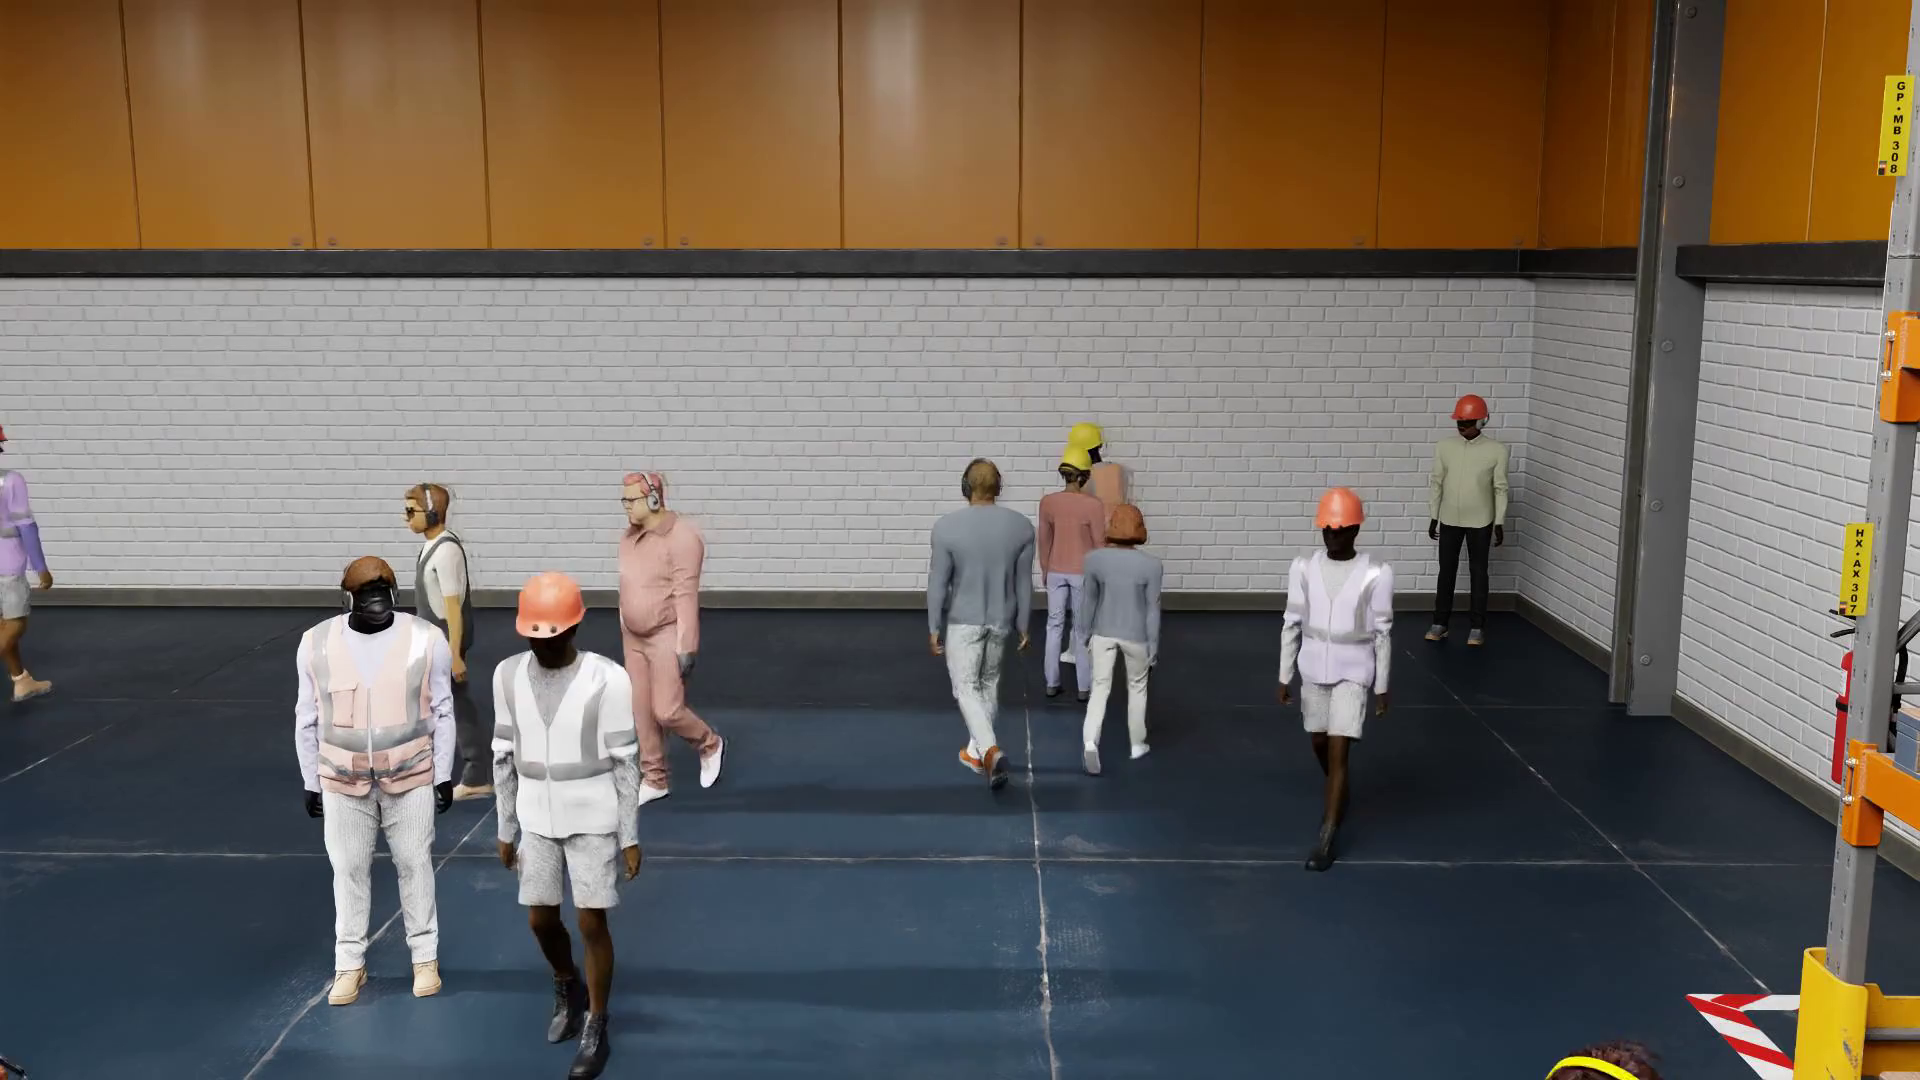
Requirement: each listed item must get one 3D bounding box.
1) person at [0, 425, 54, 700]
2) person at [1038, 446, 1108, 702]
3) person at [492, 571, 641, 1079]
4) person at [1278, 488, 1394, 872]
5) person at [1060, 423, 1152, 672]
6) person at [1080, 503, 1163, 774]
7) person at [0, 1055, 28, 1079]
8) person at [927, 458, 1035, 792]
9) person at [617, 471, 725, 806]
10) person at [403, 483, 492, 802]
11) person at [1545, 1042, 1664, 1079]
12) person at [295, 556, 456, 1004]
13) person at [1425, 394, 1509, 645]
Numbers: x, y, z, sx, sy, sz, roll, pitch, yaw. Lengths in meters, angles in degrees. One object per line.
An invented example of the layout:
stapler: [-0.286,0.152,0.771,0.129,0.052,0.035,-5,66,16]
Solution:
person: [-6.491,0.168,11.152,0.627,2.016,0.926,3,10,16]
person: [0.792,0.235,11.495,0.531,1.765,0.329,6,11,32]
person: [-1.464,1.039,6.219,0.571,1.933,0.492,2,10,9]
person: [1.939,0.658,8.570,0.557,1.901,0.946,6,11,31]
person: [1.065,0.069,12.197,0.619,1.866,0.955,-7,12,-36]
person: [0.950,0.582,9.920,0.509,1.609,0.791,3,10,19]
person: [-1.482,1.680,2.568,0.610,1.857,0.566,1,10,4]
person: [0.137,0.482,9.587,0.638,1.914,0.850,-3,10,-19]
person: [-1.650,0.544,9.281,0.661,1.883,0.538,8,12,39]
person: [-2.997,0.593,9.183,0.787,1.820,0.524,-3,10,-16]
person: [1.156,1.662,2.718,0.636,1.837,0.584,-9,13,-43]
person: [-2.388,0.975,6.823,0.626,1.847,0.429,-2,10,-13]
person: [4.015,-0.161,13.192,0.611,1.990,0.392,6,11,32]
